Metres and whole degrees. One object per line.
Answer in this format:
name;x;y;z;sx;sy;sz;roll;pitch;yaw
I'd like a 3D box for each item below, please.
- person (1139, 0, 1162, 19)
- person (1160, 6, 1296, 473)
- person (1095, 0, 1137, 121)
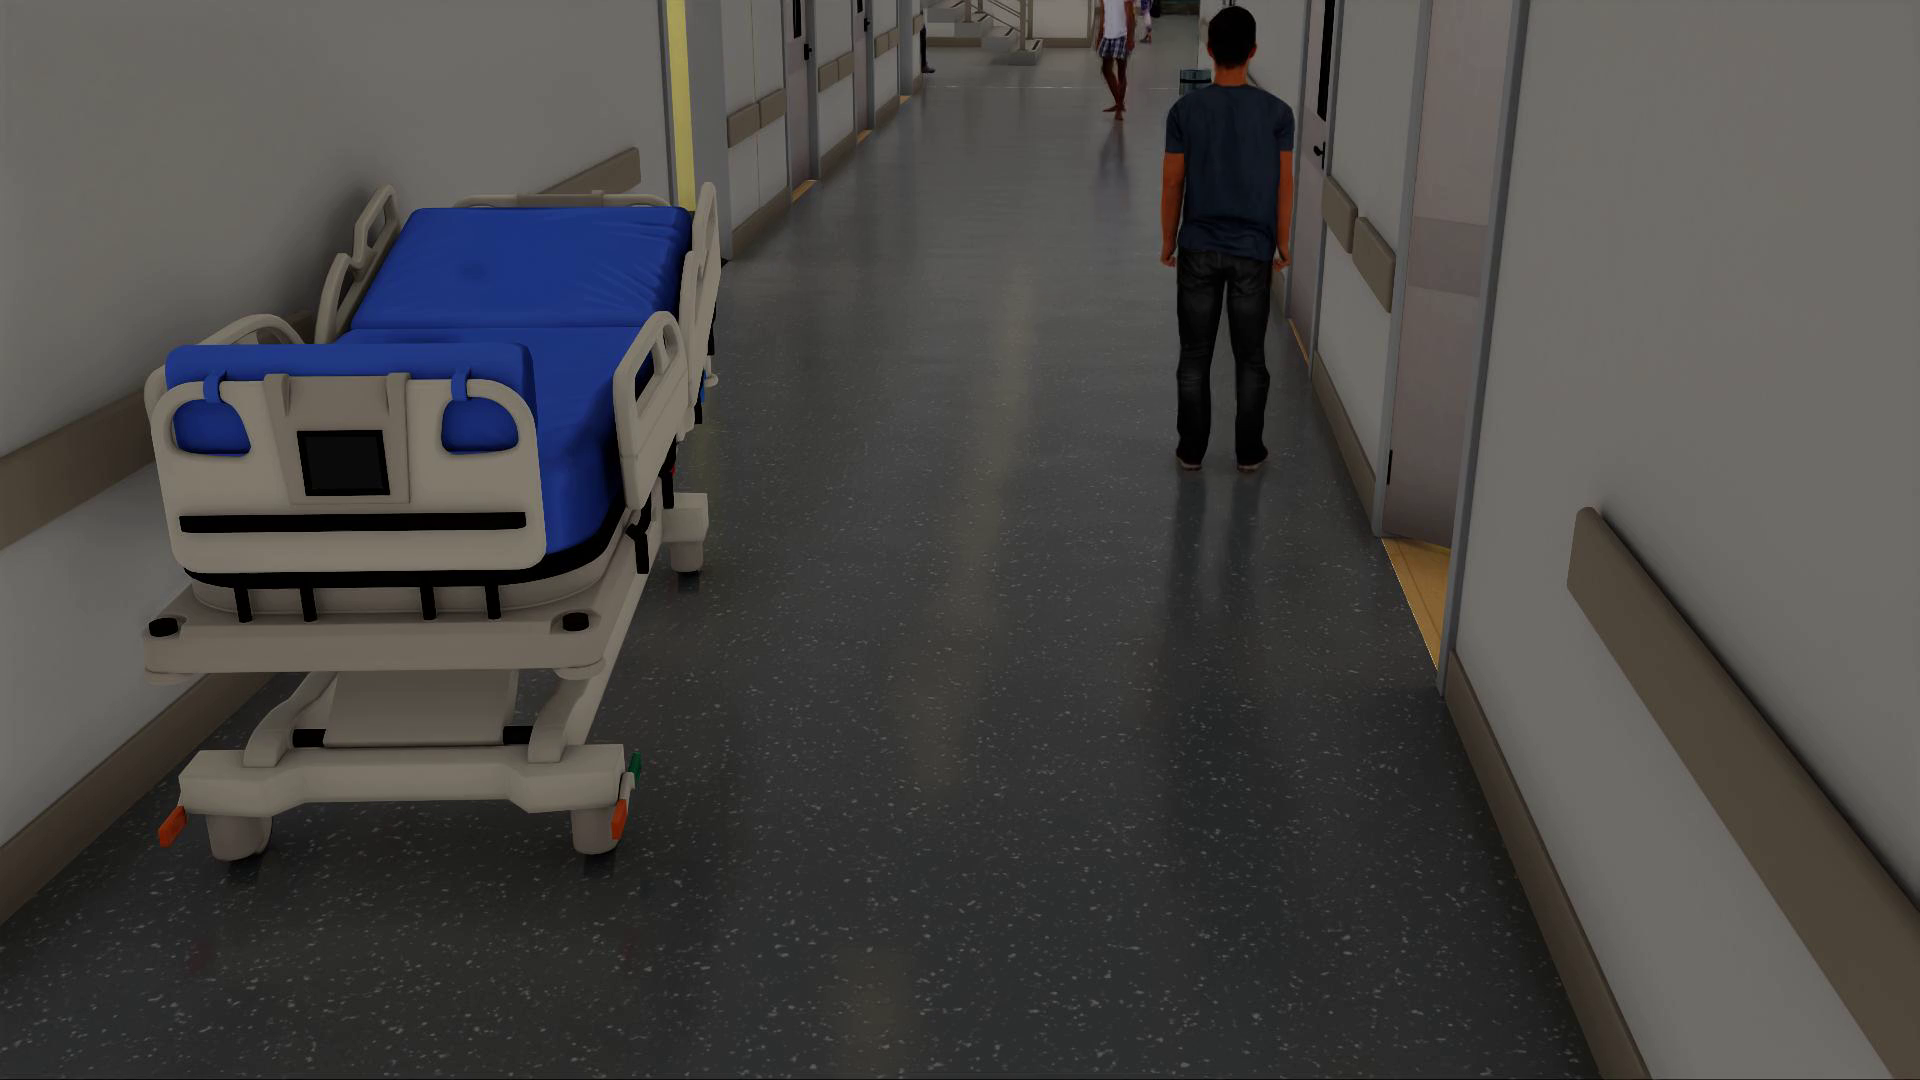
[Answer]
person;4.164;-11.961;35.067;0.745;1.819;0.724;-4;21;-10
person;1.039;-1.144;6.523;0.527;1.810;0.745;4;21;9
person;1.740;-5.444;18.034;0.857;1.698;0.885;18;27;39
